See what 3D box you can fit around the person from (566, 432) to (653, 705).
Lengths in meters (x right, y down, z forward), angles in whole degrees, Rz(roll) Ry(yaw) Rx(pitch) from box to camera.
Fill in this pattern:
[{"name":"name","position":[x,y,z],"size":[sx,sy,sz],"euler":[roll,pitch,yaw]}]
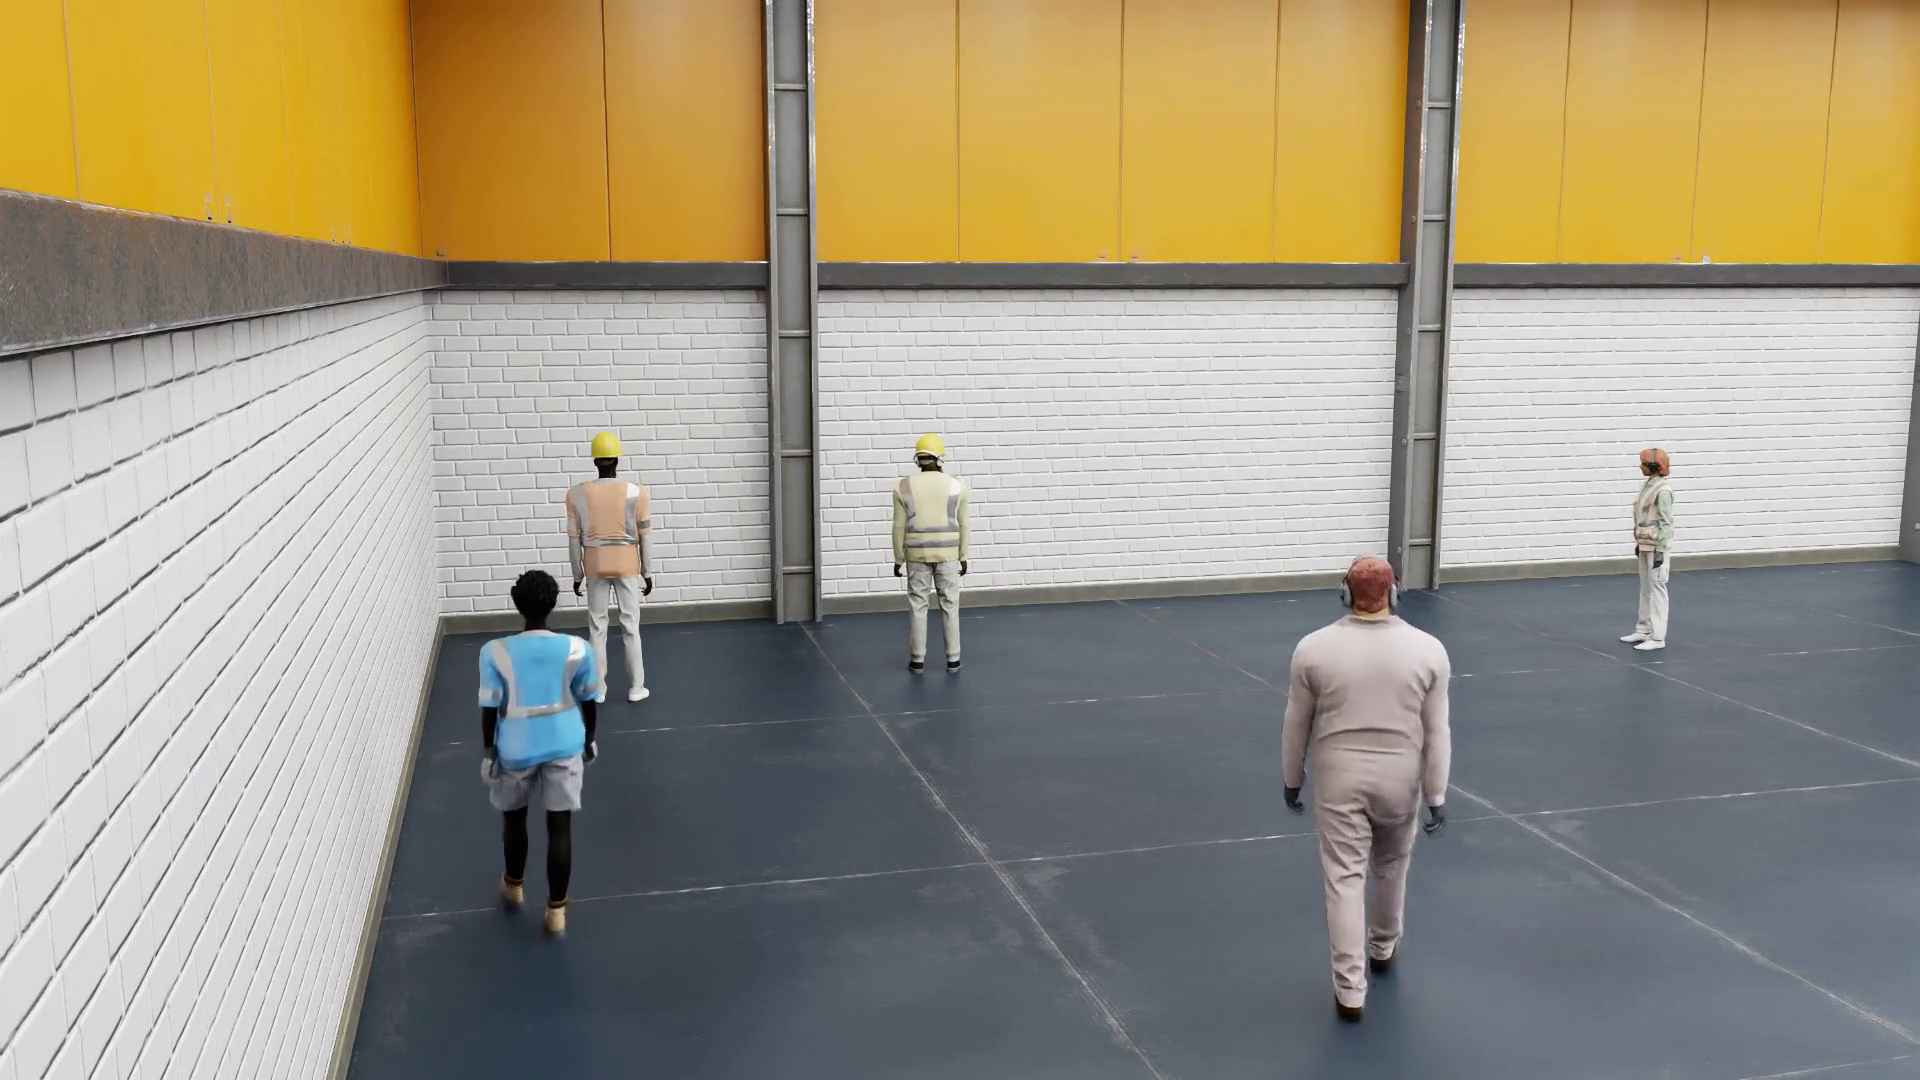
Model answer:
[{"name":"person","position":[-2.454,0.203,11.697],"size":[0.586,1.930,0.357],"euler":[-1,9,-7]}]

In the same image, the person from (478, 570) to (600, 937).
[{"name":"person","position":[-1.971,0.958,7.781],"size":[0.555,1.664,0.765],"euler":[-3,10,-20]}]

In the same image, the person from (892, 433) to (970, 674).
[{"name":"person","position":[-0.219,0.108,12.616],"size":[0.589,1.827,0.404],"euler":[0,9,-3]}]

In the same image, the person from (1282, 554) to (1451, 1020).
[{"name":"person","position":[1.689,0.983,6.988],"size":[0.666,1.869,0.926],"euler":[2,9,10]}]

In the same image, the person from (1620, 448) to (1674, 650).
[{"name":"person","position":[5.588,0.073,13.426],"size":[0.314,1.636,0.515],"euler":[1,9,6]}]
